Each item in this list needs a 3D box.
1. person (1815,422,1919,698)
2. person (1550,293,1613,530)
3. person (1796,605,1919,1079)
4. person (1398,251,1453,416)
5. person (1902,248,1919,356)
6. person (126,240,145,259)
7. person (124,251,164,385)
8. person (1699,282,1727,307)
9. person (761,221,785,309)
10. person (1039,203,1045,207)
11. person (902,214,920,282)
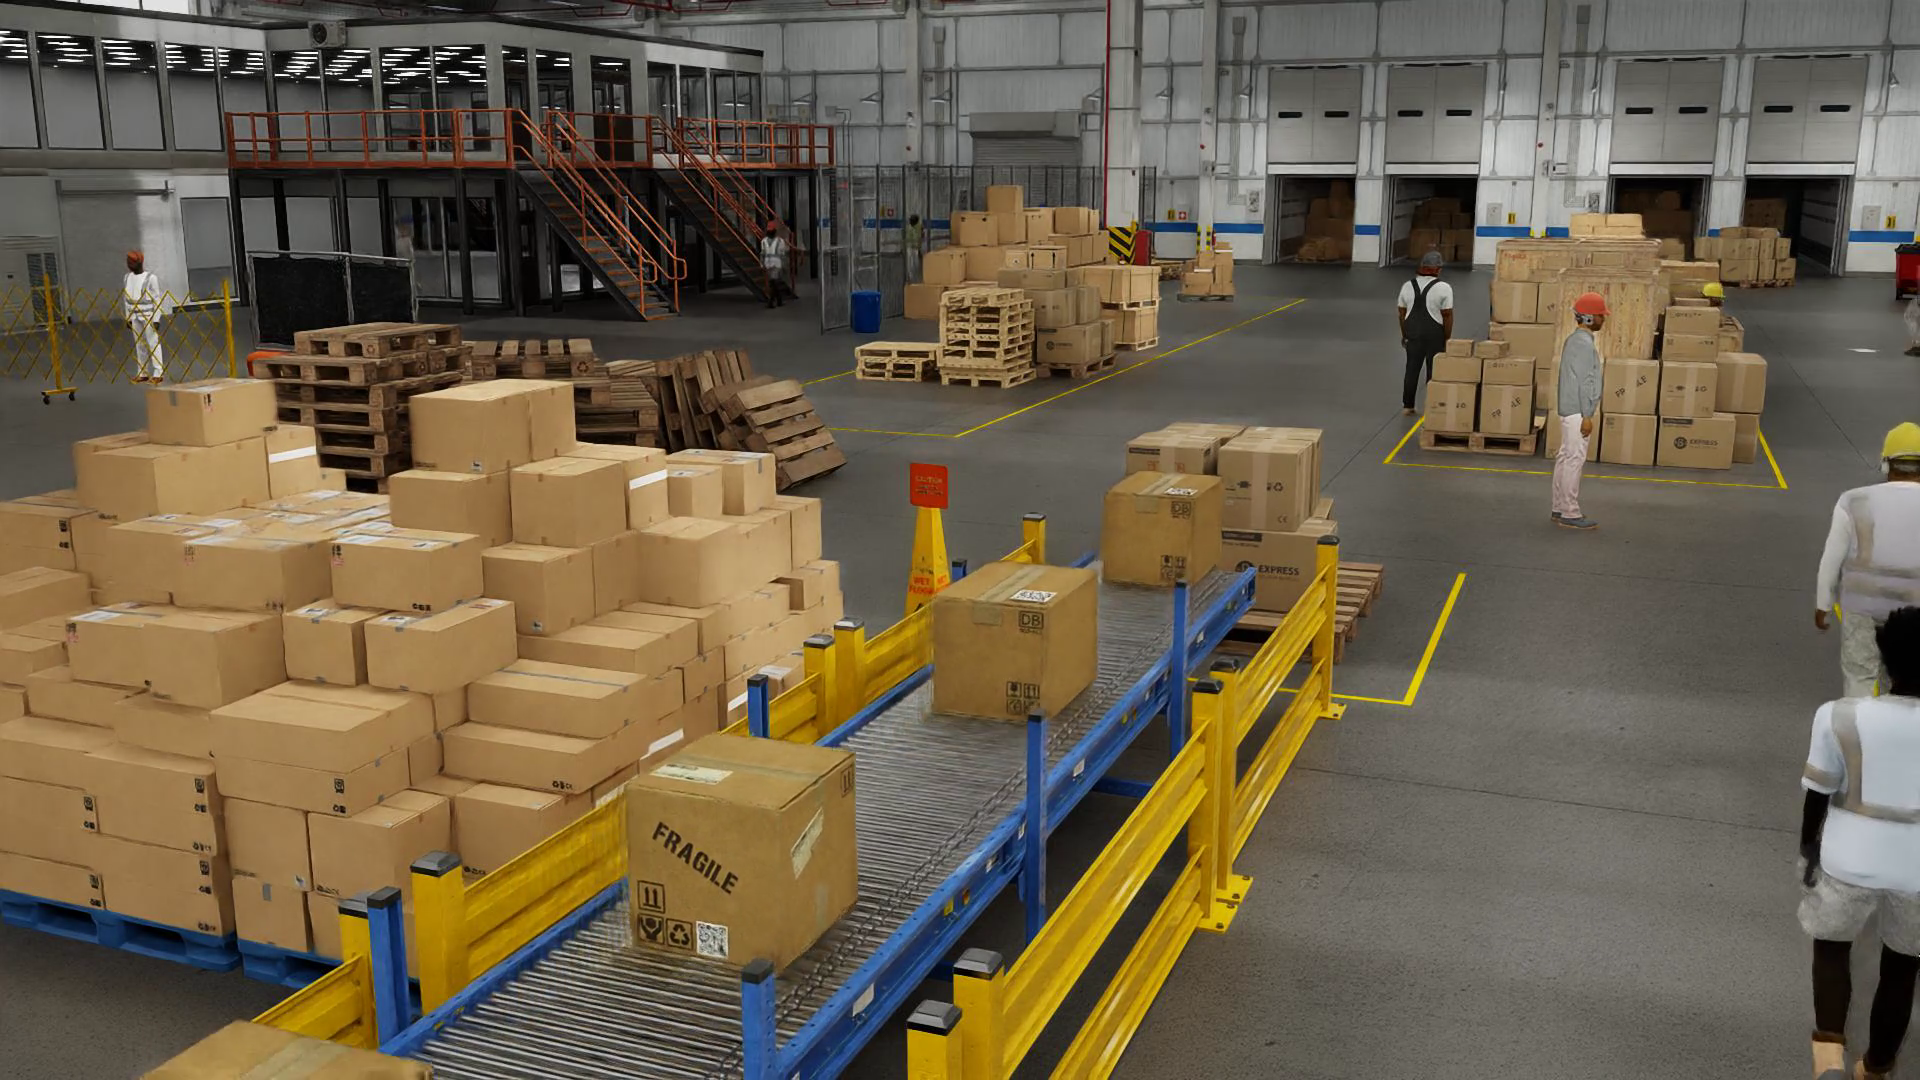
[{"bbox_3d":[4.568,0.329,8.190,0.597,1.811,0.827,4,13,19],"label":"person"},{"bbox_3d":[5.249,-1.090,14.079,0.382,1.994,0.613,2,13,7],"label":"person"},{"bbox_3d":[2.923,1.041,5.240,0.534,1.686,0.455,6,14,25],"label":"person"},{"bbox_3d":[5.751,-2.526,20.416,0.689,2.000,0.538,11,17,41],"label":"person"},{"bbox_3d":[15.583,-3.923,26.943,0.666,1.923,0.499,-12,17,-43],"label":"person"},{"bbox_3d":[-20.075,-6.926,40.516,0.652,1.875,0.901,0,13,1],"label":"person"},{"bbox_3d":[-11.523,-3.125,23.451,0.573,1.886,0.353,4,13,18],"label":"person"},{"bbox_3d":[8.530,-2.058,18.997,0.622,1.746,0.535,7,14,27],"label":"person"},{"bbox_3d":[-4.082,-6.038,36.486,0.552,1.911,0.899,4,13,19],"label":"person"},{"bbox_3d":[2.649,-9.916,53.786,0.605,1.943,0.414,0,13,2],"label":"person"},{"bbox_3d":[-1.374,-7.911,45.109,0.604,1.815,0.696,9,15,34],"label":"person"}]
